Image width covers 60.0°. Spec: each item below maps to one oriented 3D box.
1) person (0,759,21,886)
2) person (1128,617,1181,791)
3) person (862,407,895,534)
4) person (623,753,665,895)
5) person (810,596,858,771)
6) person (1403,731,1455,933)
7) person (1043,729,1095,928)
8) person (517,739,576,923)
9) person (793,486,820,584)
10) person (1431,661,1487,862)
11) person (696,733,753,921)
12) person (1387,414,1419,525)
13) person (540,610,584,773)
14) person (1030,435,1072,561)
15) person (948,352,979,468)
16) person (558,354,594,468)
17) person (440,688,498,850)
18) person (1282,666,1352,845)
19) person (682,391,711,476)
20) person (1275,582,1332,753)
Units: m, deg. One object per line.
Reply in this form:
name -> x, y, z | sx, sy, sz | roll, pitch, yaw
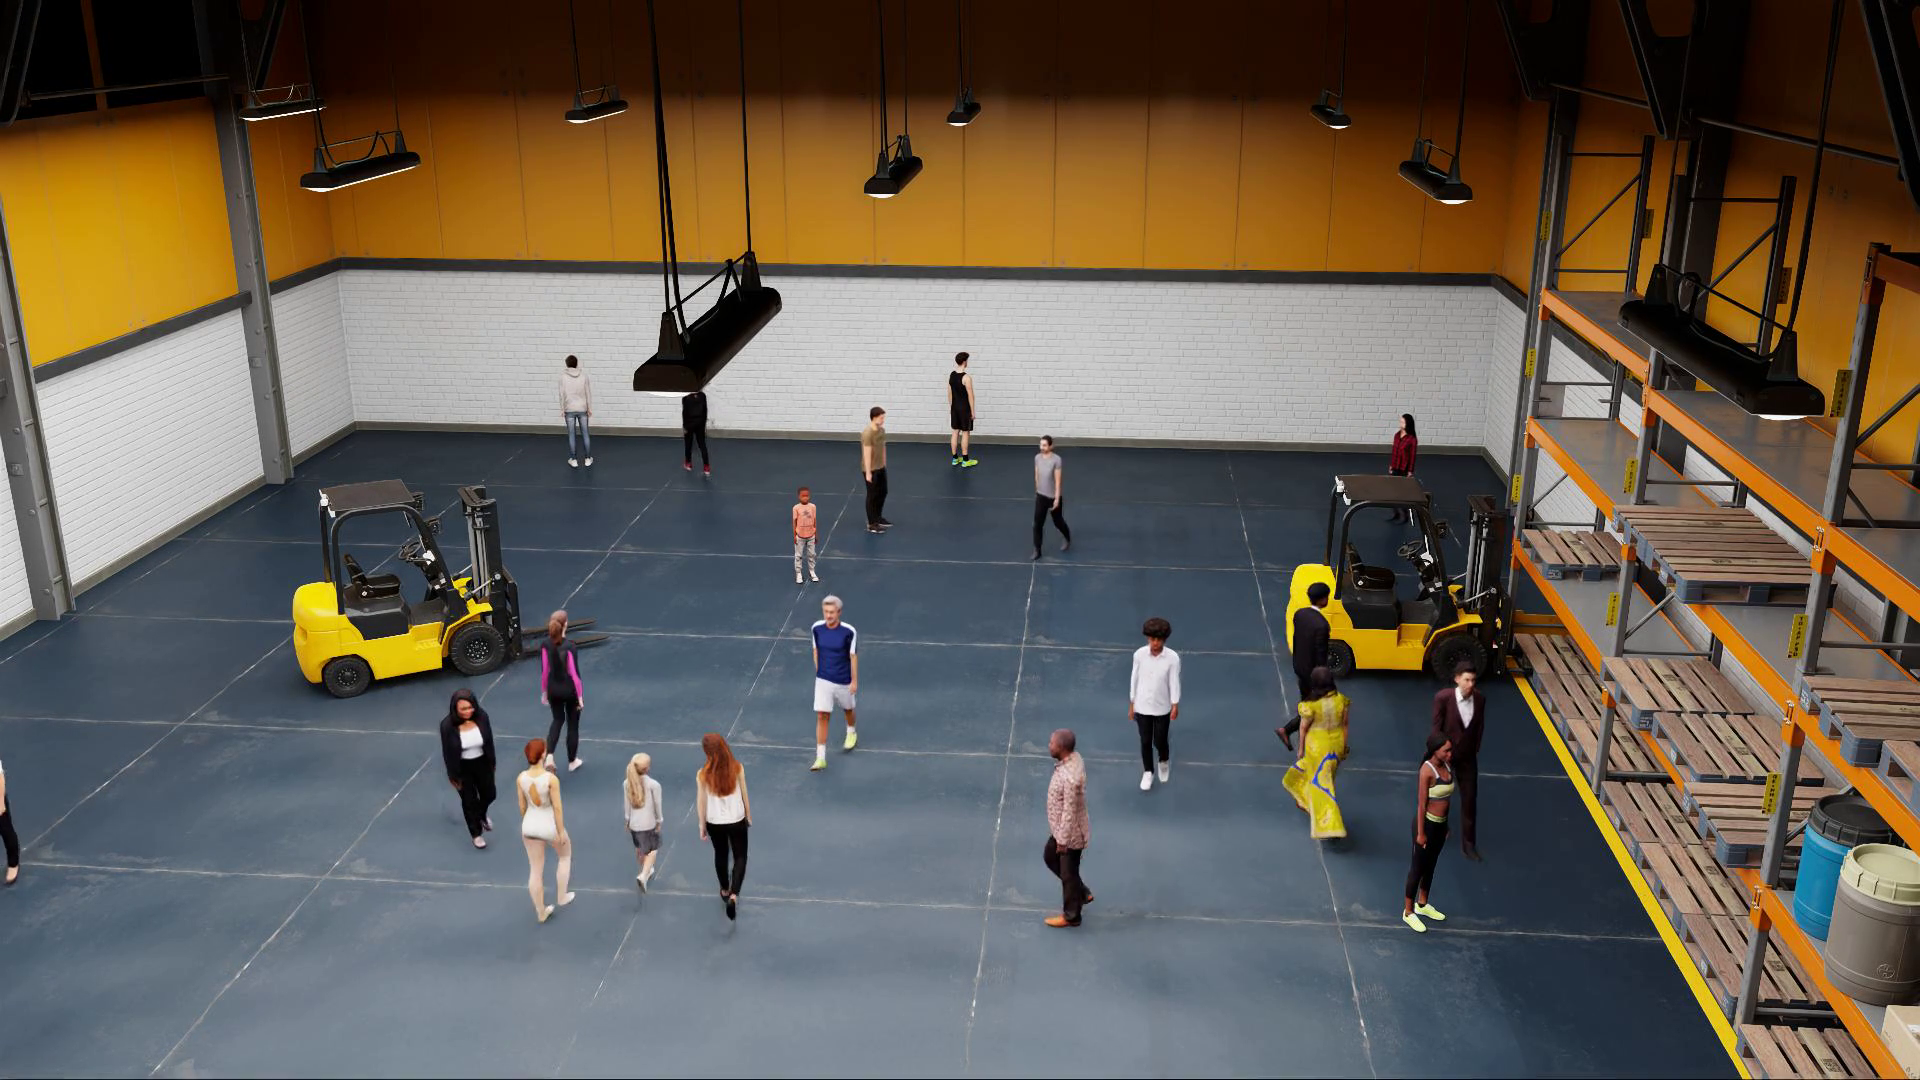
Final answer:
person -> -8.435, 2.219, 14.497 | 0.660, 1.771, 0.945 | 0, 19, 1
person -> 1.916, 1.578, 16.366 | 0.706, 1.795, 0.742 | 6, 19, 17
person -> -1.262, -1.030, 24.027 | 0.835, 1.847, 0.719 | 10, 21, 27
person -> -2.783, 2.477, 14.529 | 0.548, 1.263, 0.759 | 4, 19, 10
person -> -1.233, 1.391, 16.925 | 0.735, 1.791, 1.203 | 4, 19, 11
person -> 3.935, 2.409, 13.959 | 0.636, 1.755, 0.699 | -15, 24, -38
person -> 1.006, 2.414, 13.891 | 0.780, 1.790, 0.605 | 1, 19, 2
person -> -3.535, 2.473, 13.966 | 0.599, 1.630, 0.669 | 3, 19, 8
person -> -2.061, -0.087, 22.073 | 0.524, 1.307, 0.538 | -5, 19, -13
person -> 4.491, 1.935, 15.235 | 0.759, 1.839, 1.021 | 0, 19, -1
person -> -1.979, 2.423, 14.029 | 0.689, 1.684, 1.005 | 0, 19, 1
person -> 6.514, -1.054, 24.406 | 0.719, 1.650, 0.624 | -10, 21, -28
person -> -3.985, 1.560, 16.516 | 0.655, 1.733, 0.846 | 5, 19, 13
person -> 1.277, -0.615, 22.977 | 0.891, 1.730, 1.169 | 10, 21, 27
person -> 0.026, -2.153, 27.292 | 0.782, 1.891, 0.797 | 15, 24, 38
person -> -6.304, -2.133, 27.292 | 0.747, 1.853, 0.721 | -6, 20, -18
person -> -4.526, 2.054, 15.259 | 0.856, 1.599, 0.916 | -16, 25, -40
person -> 3.395, 2.007, 15.382 | 1.146, 1.609, 1.419 | -7, 20, -20
person -> -4.207, -1.810, 26.676 | 1.001, 1.635, 1.183 | -10, 21, -27
person -> 3.504, 1.338, 16.962 | 1.011, 1.868, 0.993 | -8, 20, -23
